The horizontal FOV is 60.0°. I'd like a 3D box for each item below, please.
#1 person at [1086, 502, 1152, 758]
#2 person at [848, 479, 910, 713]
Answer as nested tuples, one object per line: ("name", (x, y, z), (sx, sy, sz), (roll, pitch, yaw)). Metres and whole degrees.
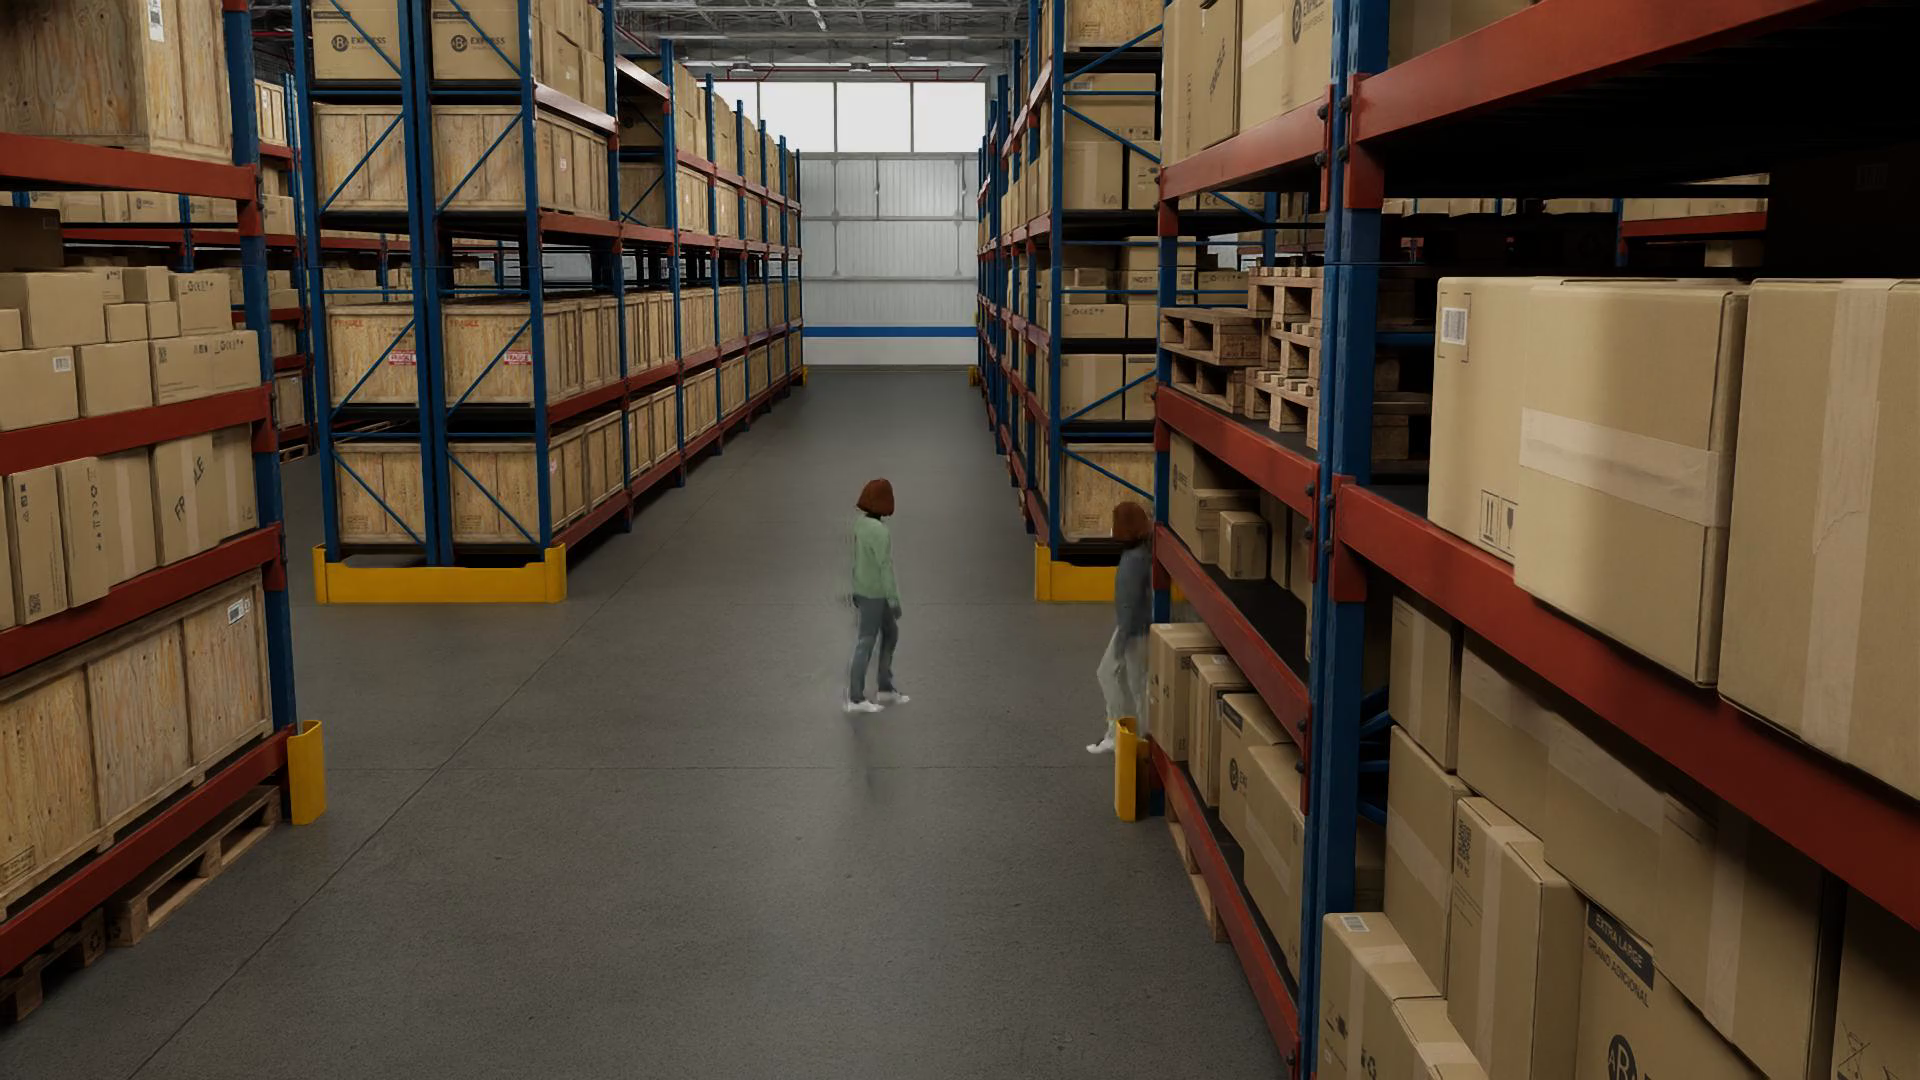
("person", (0.962, 0.571, 10.187), (0.557, 1.613, 0.523), (1, 9, 3))
("person", (-0.513, 0.382, 11.358), (0.599, 1.611, 0.524), (-3, 10, -17))
